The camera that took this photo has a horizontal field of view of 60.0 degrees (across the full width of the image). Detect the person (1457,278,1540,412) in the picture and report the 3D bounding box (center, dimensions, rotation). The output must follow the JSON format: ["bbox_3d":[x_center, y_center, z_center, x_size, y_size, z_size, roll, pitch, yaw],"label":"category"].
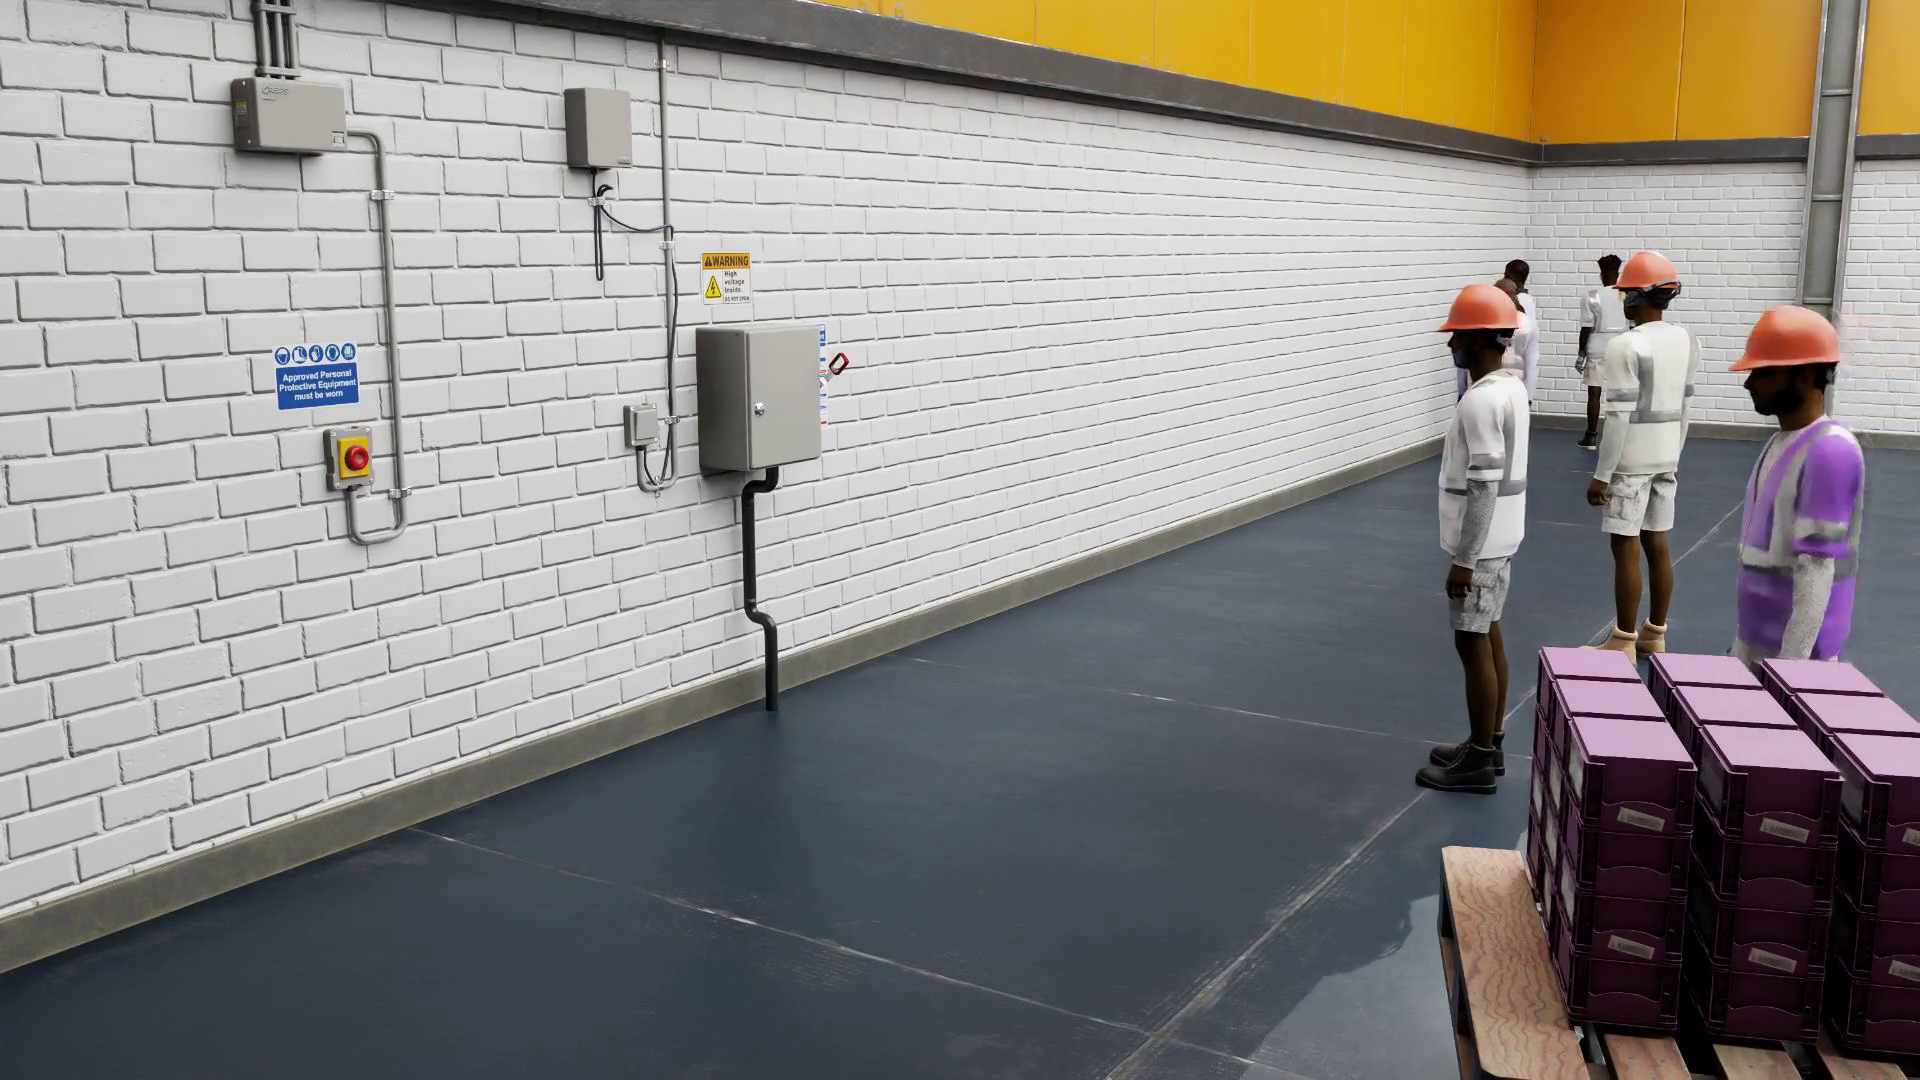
[{"bbox_3d":[4.309,-1.199,13.383,0.625,1.804,0.939,4,11,23],"label":"person"}]

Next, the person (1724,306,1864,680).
[{"bbox_3d":[2.540,0.267,4.962,0.798,1.912,0.565,1,10,7],"label":"person"}]

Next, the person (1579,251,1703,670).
[{"bbox_3d":[3.321,-0.382,8.175,0.605,2.045,0.377,-6,12,-32],"label":"person"}]

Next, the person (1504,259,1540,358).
[{"bbox_3d":[5.251,-1.675,15.686,0.397,1.920,0.587,4,11,22],"label":"person"}]

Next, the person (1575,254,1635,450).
[{"bbox_3d":[6.494,-1.880,16.710,0.602,1.959,0.368,0,10,0],"label":"person"}]

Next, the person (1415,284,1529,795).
[{"bbox_3d":[1.956,0.000,6.354,0.364,1.935,0.553,5,12,28],"label":"person"}]
